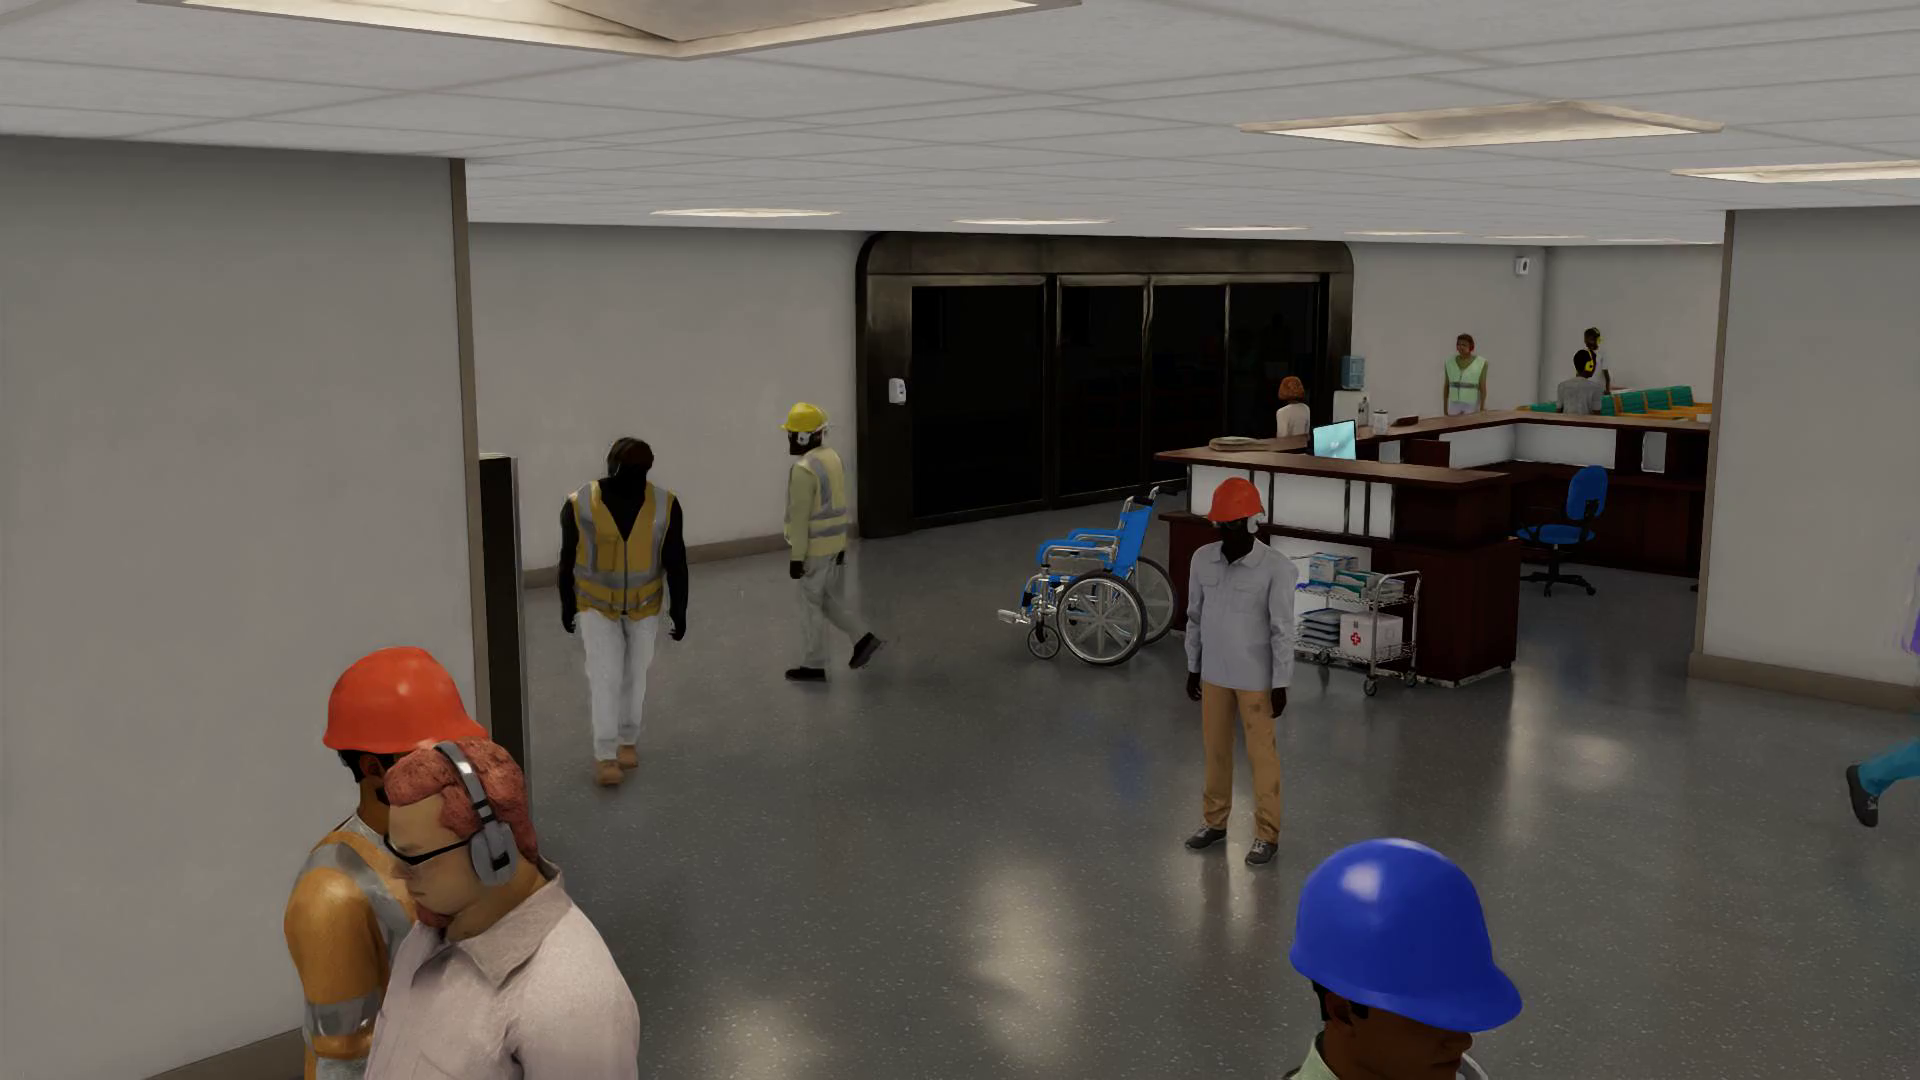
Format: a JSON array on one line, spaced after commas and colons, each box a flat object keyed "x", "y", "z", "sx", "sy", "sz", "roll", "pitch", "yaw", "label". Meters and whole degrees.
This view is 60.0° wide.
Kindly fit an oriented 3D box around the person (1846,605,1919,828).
[{"x": 4.467, "y": 0.535, "z": 7.508, "sx": 0.610, "sy": 1.818, "sz": 0.627, "roll": -7, "pitch": 11, "yaw": -35, "label": "person"}]

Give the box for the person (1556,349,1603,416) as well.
[{"x": 6.170, "y": -0.964, "z": 16.569, "sx": 0.331, "sy": 1.865, "sz": 0.519, "roll": -8, "pitch": 12, "yaw": -39, "label": "person"}]

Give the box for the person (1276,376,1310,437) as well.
[{"x": 3.176, "y": -0.760, "z": 16.020, "sx": 0.284, "sy": 1.633, "sz": 0.500, "roll": 9, "pitch": 13, "yaw": 42, "label": "person"}]

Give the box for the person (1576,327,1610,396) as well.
[{"x": 8.842, "y": -2.054, "z": 23.298, "sx": 0.435, "sy": 1.842, "sz": 0.659, "roll": -5, "pitch": 10, "yaw": -28, "label": "person"}]

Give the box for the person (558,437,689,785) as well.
[{"x": -1.745, "y": 0.359, "z": 8.641, "sx": 0.645, "sy": 1.799, "sz": 0.748, "roll": -3, "pitch": 10, "yaw": -20, "label": "person"}]

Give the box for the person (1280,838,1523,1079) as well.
[{"x": 0.524, "y": 1.331, "z": 2.231, "sx": 0.605, "sy": 1.948, "sz": 0.391, "roll": -9, "pitch": 13, "yaw": -44, "label": "person"}]

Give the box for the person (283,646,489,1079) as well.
[{"x": -1.090, "y": 1.159, "z": 3.310, "sx": 0.375, "sy": 1.939, "sz": 0.546, "roll": 0, "pitch": 9, "yaw": 2, "label": "person"}]

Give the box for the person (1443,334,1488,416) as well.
[{"x": 6.512, "y": -1.744, "z": 21.444, "sx": 0.574, "sy": 1.829, "sz": 0.452, "roll": 7, "pitch": 12, "yaw": 37, "label": "person"}]

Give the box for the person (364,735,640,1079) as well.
[{"x": -0.802, "y": 1.257, "z": 2.833, "sx": 0.406, "sy": 1.903, "sz": 0.636, "roll": -7, "pitch": 12, "yaw": -37, "label": "person"}]

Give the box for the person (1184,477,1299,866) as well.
[{"x": 1.233, "y": 0.582, "z": 7.458, "sx": 0.563, "sy": 1.742, "sz": 0.361, "roll": 9, "pitch": 13, "yaw": 43, "label": "person"}]

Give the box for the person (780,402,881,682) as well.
[{"x": -0.873, "y": 0.023, "z": 10.668, "sx": 0.555, "sy": 1.819, "sz": 0.605, "roll": 3, "pitch": 10, "yaw": 15, "label": "person"}]
